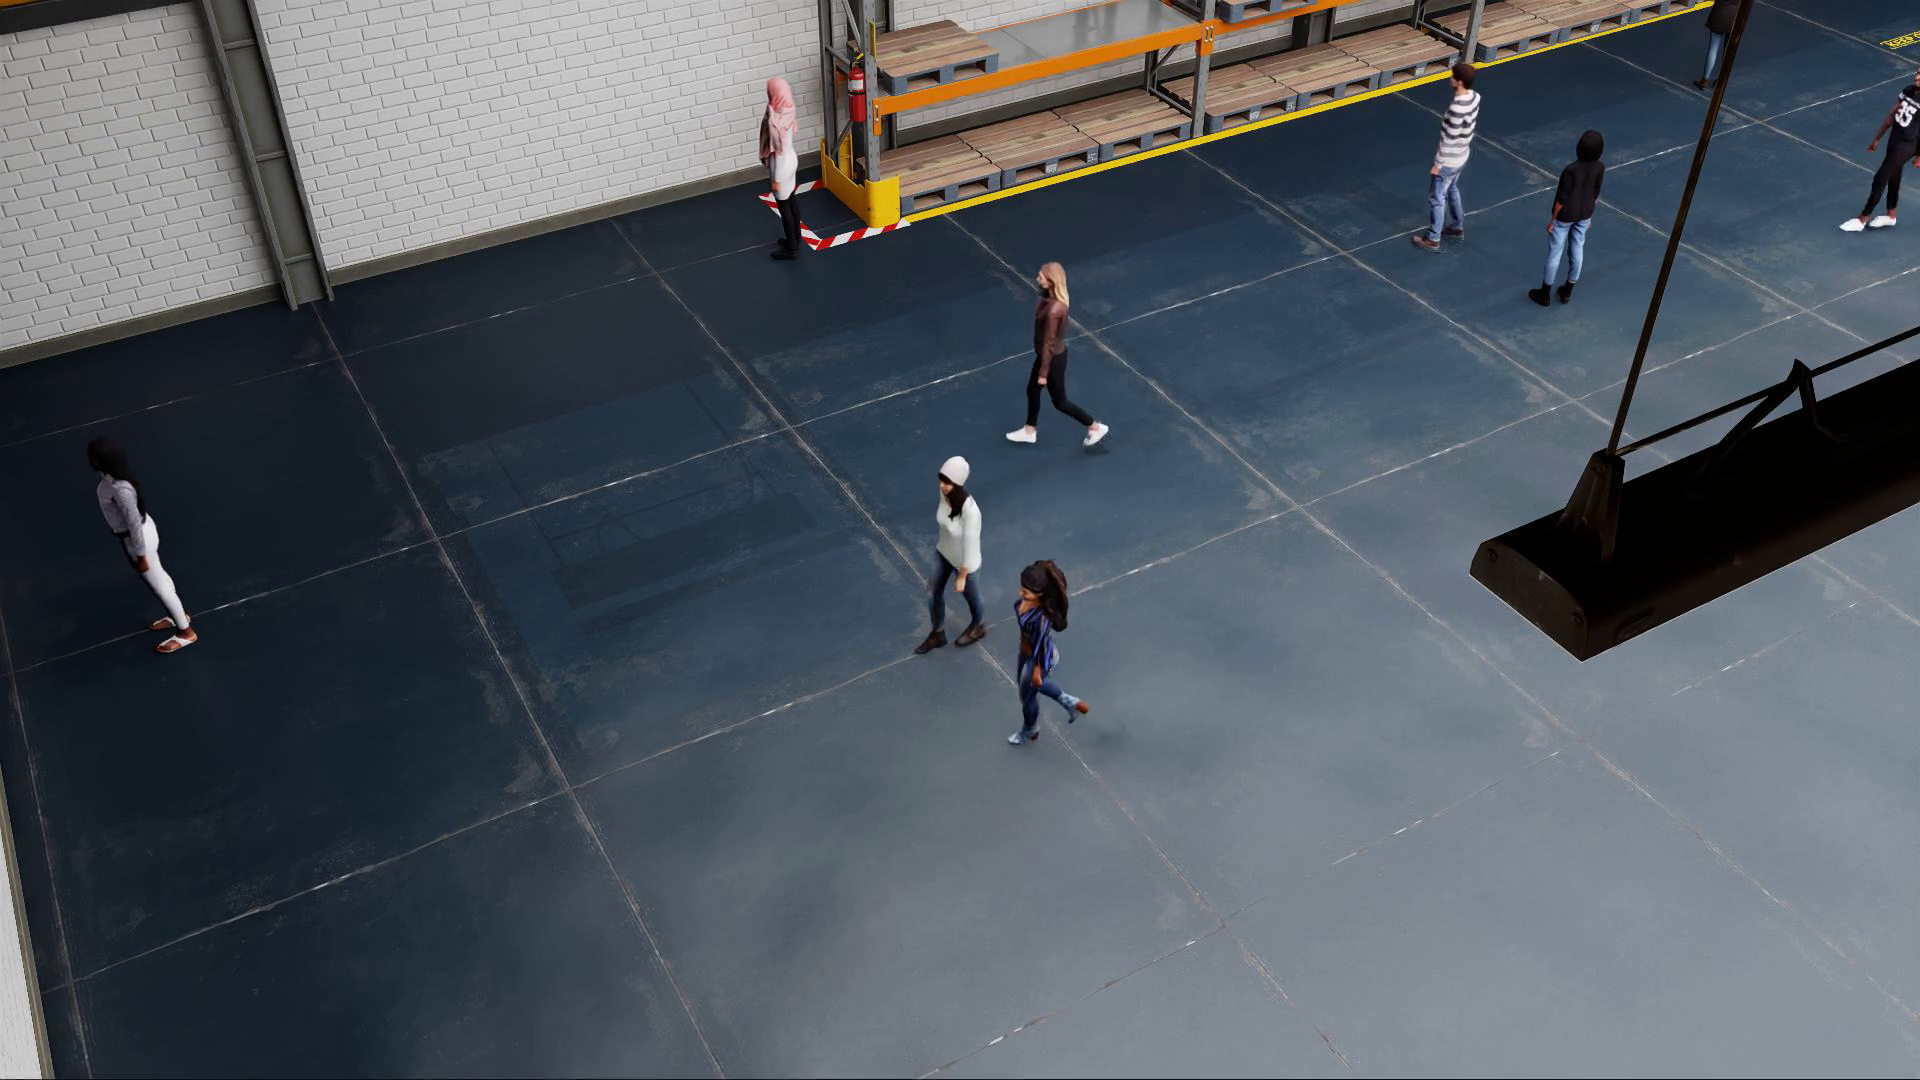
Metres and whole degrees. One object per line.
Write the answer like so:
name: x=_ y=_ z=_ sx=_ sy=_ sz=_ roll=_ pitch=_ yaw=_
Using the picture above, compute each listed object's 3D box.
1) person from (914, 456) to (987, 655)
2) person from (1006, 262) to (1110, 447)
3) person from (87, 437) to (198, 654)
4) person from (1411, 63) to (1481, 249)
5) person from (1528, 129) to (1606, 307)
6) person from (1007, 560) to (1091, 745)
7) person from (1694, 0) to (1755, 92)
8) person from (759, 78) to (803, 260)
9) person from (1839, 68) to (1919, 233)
person: x=0.053 y=0.088 z=11.355 sx=0.818 sy=1.625 sz=0.660 roll=-28 pitch=46 yaw=-30
person: x=0.812 y=-1.414 z=13.196 sx=1.153 sy=1.675 sz=1.004 roll=3 pitch=39 yaw=3
person: x=-5.613 y=0.009 z=11.374 sx=0.492 sy=1.724 sz=0.592 roll=-19 pitch=43 yaw=-23
person: x=4.725 y=-3.641 z=15.848 sx=0.863 sy=1.844 sz=0.754 roll=26 pitch=45 yaw=28
person: x=5.538 y=-2.914 z=15.053 sx=0.582 sy=1.701 sz=0.700 roll=-6 pitch=39 yaw=-8
person: x=0.562 y=0.731 z=10.567 sx=0.884 sy=1.604 sz=0.787 roll=-3 pitch=39 yaw=-4
person: x=8.722 y=-5.924 z=18.876 sx=0.701 sy=1.634 sz=0.797 roll=0 pitch=39 yaw=0
person: x=-1.667 y=-3.508 z=15.714 sx=0.783 sy=1.803 sz=0.723 roll=9 pitch=40 yaw=11
person: x=9.231 y=-3.818 z=16.178 sx=0.990 sy=1.709 sz=0.824 roll=-5 pitch=39 yaw=-6
